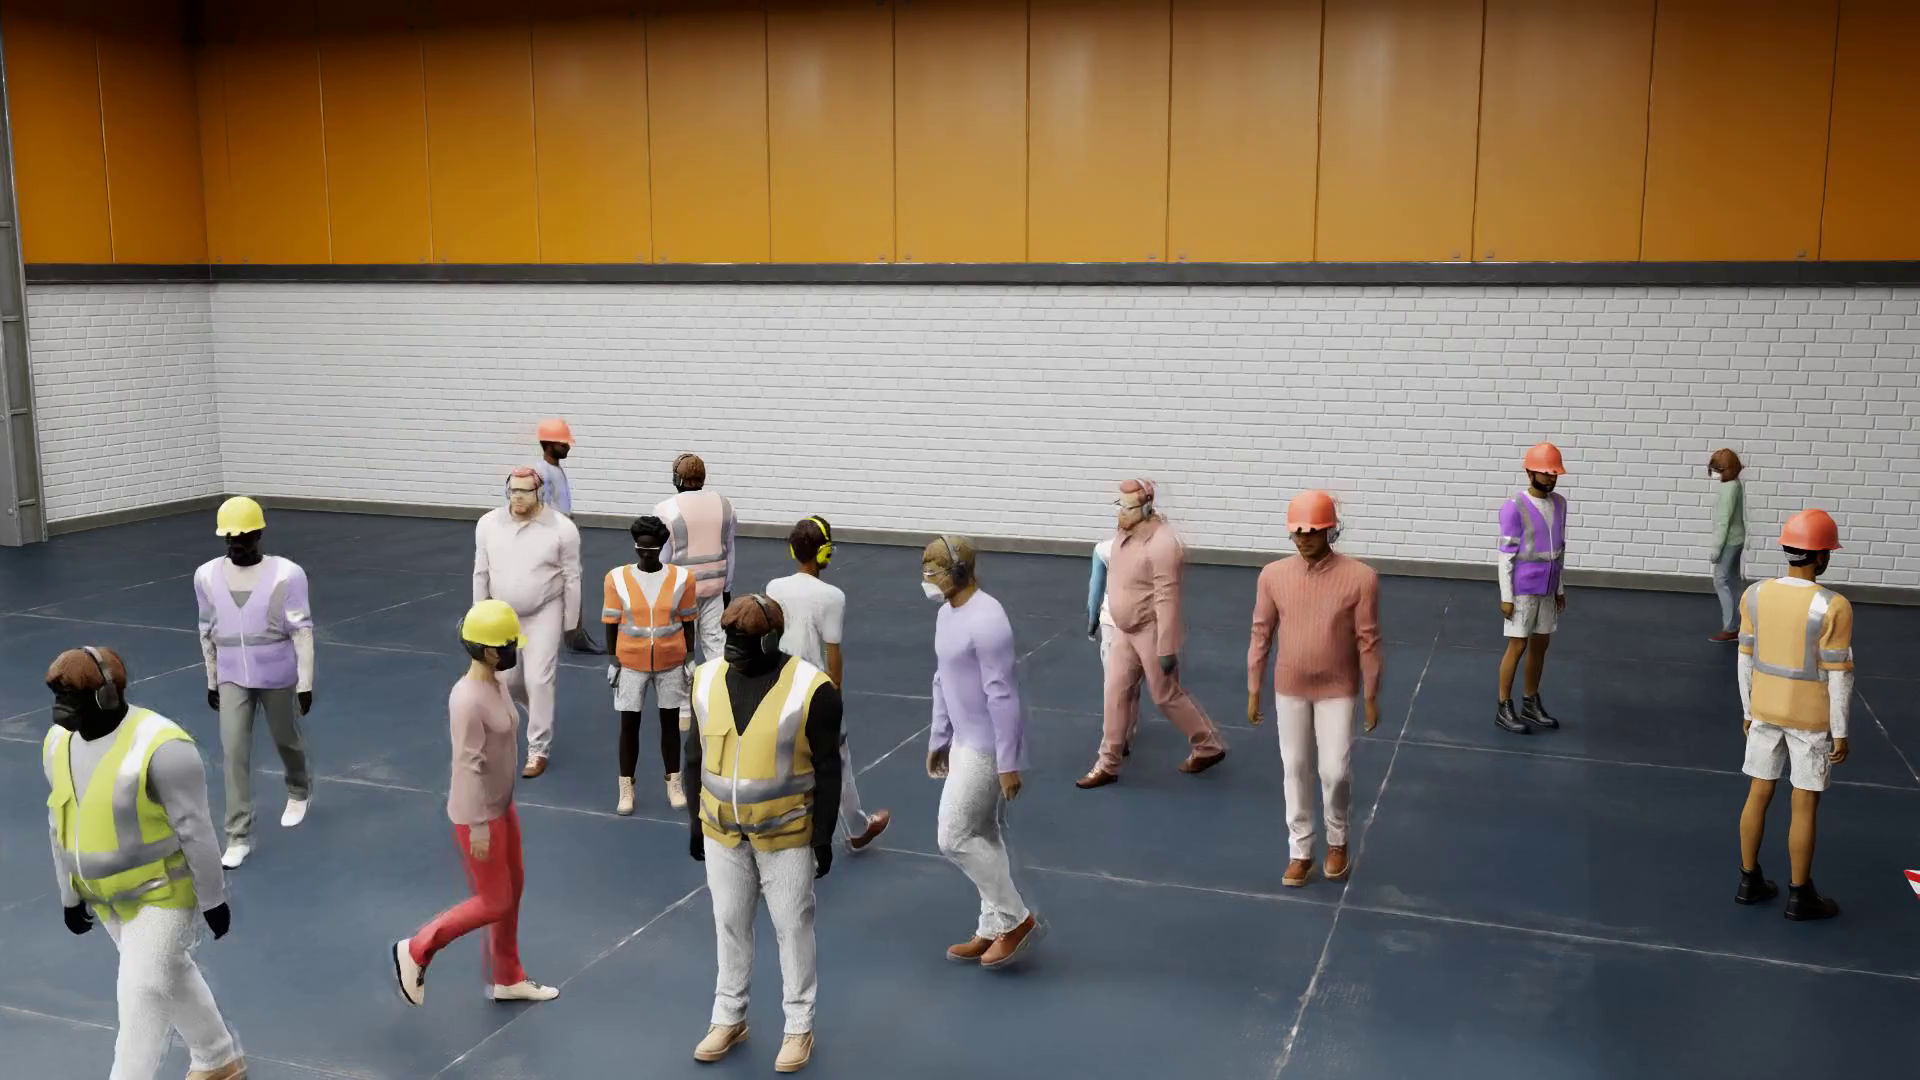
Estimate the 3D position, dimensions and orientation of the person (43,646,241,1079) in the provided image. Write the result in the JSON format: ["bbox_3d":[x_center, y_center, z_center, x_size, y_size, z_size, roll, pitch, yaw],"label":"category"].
[{"bbox_3d":[-2.880,1.228,5.761,0.642,1.785,0.903,4,10,25],"label":"person"}]

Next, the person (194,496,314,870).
[{"bbox_3d":[-3.706,0.688,8.804,0.602,1.885,0.971,-1,9,-4],"label":"person"}]

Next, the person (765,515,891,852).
[{"bbox_3d":[-0.712,0.780,8.392,0.555,1.822,0.941,5,11,30],"label":"person"}]

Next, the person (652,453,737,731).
[{"bbox_3d":[-1.787,0.342,11.068,0.625,1.844,0.429,-8,12,-40],"label":"person"}]

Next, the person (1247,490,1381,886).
[{"bbox_3d":[1.724,0.735,8.187,0.659,1.980,0.435,5,10,27],"label":"person"}]

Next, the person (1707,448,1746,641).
[{"bbox_3d":[6.349,0.028,13.729,0.378,1.604,0.655,6,11,33],"label":"person"}]

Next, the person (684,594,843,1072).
[{"bbox_3d":[-0.765,1.106,6.333,0.626,1.840,0.430,3,10,18],"label":"person"}]

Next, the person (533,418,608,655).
[{"bbox_3d":[-3.280,-0.011,13.077,0.897,1.911,0.555,0,9,3],"label":"person"}]

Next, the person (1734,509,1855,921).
[{"bbox_3d":[3.930,0.815,7.829,0.355,1.938,0.545,-6,11,-31],"label":"person"}]

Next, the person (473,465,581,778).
[{"bbox_3d":[-2.638,0.459,10.210,0.649,1.884,0.712,1,9,5],"label":"person"}]

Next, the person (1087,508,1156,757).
[{"bbox_3d":[1.061,0.550,10.530,0.529,1.603,0.790,1,9,9],"label":"person"}]

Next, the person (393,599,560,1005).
[{"bbox_3d":[-1.982,1.087,6.719,0.555,1.742,0.559,0,9,-2],"label":"person"}]

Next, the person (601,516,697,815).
[{"bbox_3d":[-1.734,0.693,9.344,0.532,1.692,0.322,-2,9,-14],"label":"person"}]

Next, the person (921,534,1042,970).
[{"bbox_3d":[0.056,0.921,7.264,0.437,1.908,0.661,-2,9,-13],"label":"person"}]

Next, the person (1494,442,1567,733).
[{"bbox_3d":[3.796,0.314,10.984,0.556,1.929,0.390,-5,10,-28],"label":"person"}]

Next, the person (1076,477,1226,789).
[{"bbox_3d":[1.153,0.539,9.827,0.930,1.856,0.652,-4,10,-24],"label":"person"}]
